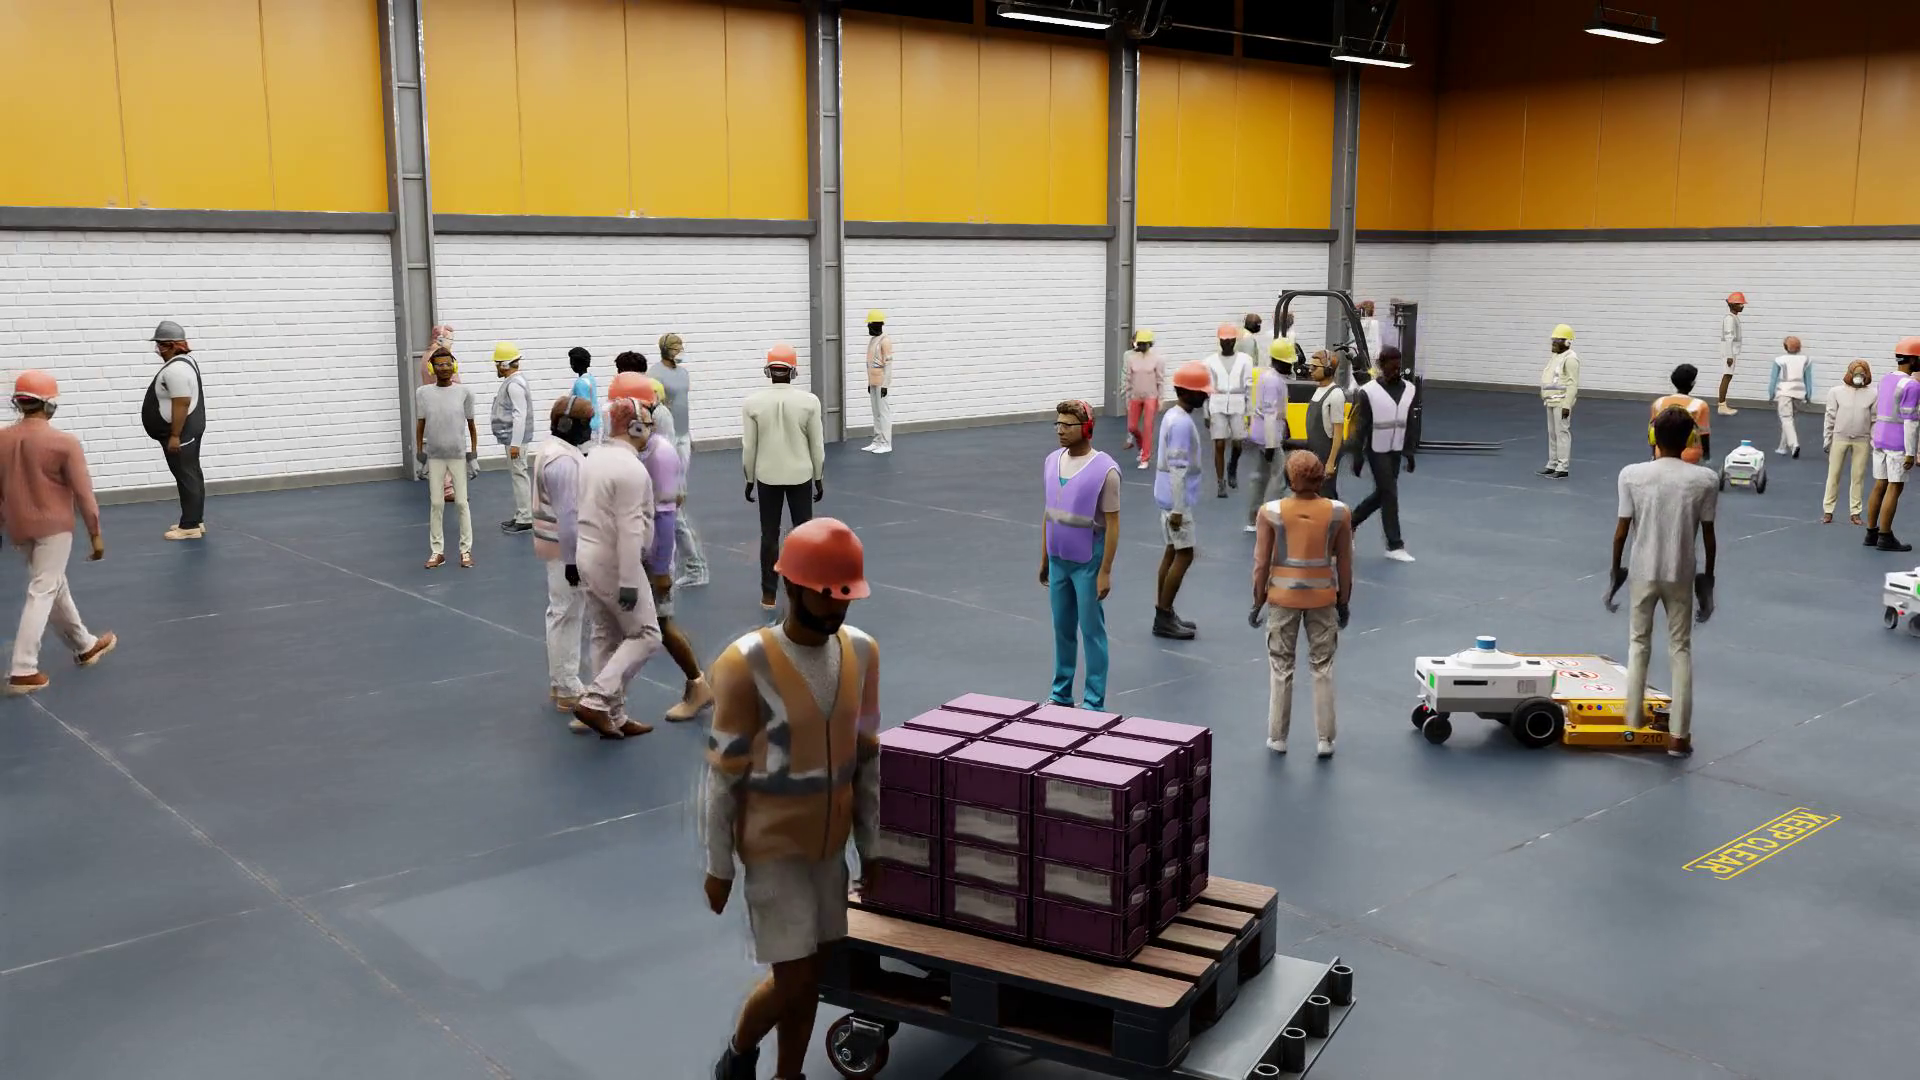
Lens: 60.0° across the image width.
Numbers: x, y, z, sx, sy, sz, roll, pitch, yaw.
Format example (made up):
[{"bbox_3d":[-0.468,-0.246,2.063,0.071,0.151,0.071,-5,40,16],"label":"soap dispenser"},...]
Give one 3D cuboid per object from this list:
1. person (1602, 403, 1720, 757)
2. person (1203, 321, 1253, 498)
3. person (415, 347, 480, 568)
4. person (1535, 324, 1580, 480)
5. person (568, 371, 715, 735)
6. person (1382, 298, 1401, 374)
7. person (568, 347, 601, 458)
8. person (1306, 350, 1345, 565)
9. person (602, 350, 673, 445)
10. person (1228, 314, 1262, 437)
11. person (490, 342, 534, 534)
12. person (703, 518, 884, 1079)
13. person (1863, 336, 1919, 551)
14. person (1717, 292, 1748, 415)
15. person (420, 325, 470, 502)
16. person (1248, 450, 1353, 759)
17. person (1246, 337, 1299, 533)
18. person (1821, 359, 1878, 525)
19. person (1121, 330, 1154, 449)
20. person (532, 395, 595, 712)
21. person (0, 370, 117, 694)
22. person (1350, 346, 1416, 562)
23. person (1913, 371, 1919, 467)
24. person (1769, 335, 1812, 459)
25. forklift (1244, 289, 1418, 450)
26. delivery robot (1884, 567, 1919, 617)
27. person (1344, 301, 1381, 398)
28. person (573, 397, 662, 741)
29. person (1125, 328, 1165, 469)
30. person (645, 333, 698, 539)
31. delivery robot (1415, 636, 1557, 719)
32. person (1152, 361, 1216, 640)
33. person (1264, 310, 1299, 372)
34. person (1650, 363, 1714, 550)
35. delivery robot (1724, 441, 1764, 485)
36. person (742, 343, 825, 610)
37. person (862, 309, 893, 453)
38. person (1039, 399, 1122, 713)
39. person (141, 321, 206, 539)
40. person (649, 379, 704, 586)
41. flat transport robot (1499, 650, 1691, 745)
[{"bbox_3d":[3.718,0.211,8.810,0.534,1.867,0.309,4,10,20],"label":"person"},{"bbox_3d":[2.930,-1.433,18.249,0.555,1.927,0.516,1,10,6],"label":"person"},{"bbox_3d":[-4.344,-0.692,14.079,0.531,1.874,0.317,-1,10,-8],"label":"person"},{"bbox_3d":[7.087,-1.634,19.710,0.404,1.831,0.601,0,10,0],"label":"person"},{"bbox_3d":[-1.757,0.065,9.249,0.778,2.025,0.627,-8,12,-38],"label":"person"},{"bbox_3d":[7.924,-3.451,30.195,0.651,1.889,0.651,-4,11,-24],"label":"person"},{"bbox_3d":[-3.931,-1.174,17.426,0.319,1.694,0.533,-1,10,-4],"label":"person"},{"bbox_3d":[3.094,-0.698,14.198,0.345,1.847,0.504,-2,10,-9],"label":"person"},{"bbox_3d":[-2.347,-0.382,11.991,0.607,1.967,0.367,5,11,26],"label":"person"},{"bbox_3d":[4.181,-2.392,24.273,0.695,1.802,0.646,0,10,0],"label":"person"},{"bbox_3d":[-4.264,-0.973,15.854,0.403,1.827,0.601,-3,10,-16],"label":"person"},{"bbox_3d":[-0.441,0.872,4.802,0.457,1.912,0.544,10,14,44],"label":"person"},{"bbox_3d":[8.424,-0.859,14.918,0.390,1.929,0.539,0,10,0],"label":"person"},{"bbox_3d":[12.853,-3.100,27.682,0.374,2.042,0.615,5,11,27],"label":"person"},{"bbox_3d":[-5.555,-1.361,17.922,0.407,1.902,0.639,-6,11,-31],"label":"person"},{"bbox_3d":[1.794,0.351,8.751,0.542,1.639,0.464,0,10,3],"label":"person"},{"bbox_3d":[2.925,-0.948,15.566,0.483,1.884,0.668,1,10,7],"label":"person"},{"bbox_3d":[8.775,-0.965,16.383,0.497,1.632,0.289,4,10,22],"label":"person"},{"bbox_3d":[2.433,-2.041,22.682,0.506,1.632,0.271,6,12,33],"label":"person"},{"bbox_3d":[-2.266,0.075,9.707,0.430,1.835,0.625,-3,10,-16],"label":"person"},{"bbox_3d":[-5.624,-0.079,10.288,0.646,1.938,1.050,2,10,10],"label":"person"},{"bbox_3d":[3.673,-0.776,14.602,0.608,1.873,0.878,-6,11,-30],"label":"person"},{"bbox_3d":[12.235,-1.843,20.722,0.652,1.906,0.403,6,12,32],"label":"person"},{"bbox_3d":[10.921,-1.876,21.820,0.526,1.605,0.817,0,10,2],"label":"person"},{"bbox_3d":[5.034,-2.339,22.783,2.313,2.155,1.214,3,10,16],"label":"forklift"},{"bbox_3d":[6.856,0.336,11.639,0.707,0.478,0.477,-3,10,-16],"label":"delivery robot"},{"bbox_3d":[7.012,-3.213,28.857,0.511,1.868,0.580,-5,11,-28],"label":"person"},{"bbox_3d":[-1.864,0.171,9.004,0.480,1.881,0.657,-7,12,-36],"label":"person"},{"bbox_3d":[2.306,-1.764,20.711,0.535,1.750,0.465,5,11,26],"label":"person"},{"bbox_3d":[-2.668,-0.939,15.352,0.357,1.935,0.642,4,10,22],"label":"person"},{"bbox_3d":[2.869,0.770,9.102,0.707,0.478,0.477,0,10,1],"label":"delivery robot"},{"bbox_3d":[1.545,-0.286,11.567,0.413,1.922,0.651,1,10,4],"label":"person"},{"bbox_3d":[4.712,-2.505,24.747,0.617,1.862,0.630,-6,12,-33],"label":"person"},{"bbox_3d":[6.435,-0.730,14.827,0.388,1.695,0.552,-6,11,-30],"label":"person"},{"bbox_3d":[8.845,-0.878,18.750,0.477,0.478,0.707,6,11,30],"label":"delivery robot"},{"bbox_3d":[-1.312,-0.467,12.406,0.611,1.996,0.379,-1,10,-4],"label":"person"},{"bbox_3d":[-1.103,-2.128,22.328,0.367,1.927,0.590,-5,11,-26],"label":"person"},{"bbox_3d":[0.669,0.132,9.348,0.390,1.843,0.563,-8,13,-39],"label":"person"},{"bbox_3d":[-7.360,-1.031,15.574,0.536,2.000,0.672,-3,10,-15],"label":"person"},{"bbox_3d":[-2.421,-0.422,13.032,0.896,1.683,0.577,-5,11,-25],"label":"person"},{"bbox_3d":[3.579,0.884,9.536,0.652,0.197,1.431,0,10,1],"label":"flat transport robot"}]
